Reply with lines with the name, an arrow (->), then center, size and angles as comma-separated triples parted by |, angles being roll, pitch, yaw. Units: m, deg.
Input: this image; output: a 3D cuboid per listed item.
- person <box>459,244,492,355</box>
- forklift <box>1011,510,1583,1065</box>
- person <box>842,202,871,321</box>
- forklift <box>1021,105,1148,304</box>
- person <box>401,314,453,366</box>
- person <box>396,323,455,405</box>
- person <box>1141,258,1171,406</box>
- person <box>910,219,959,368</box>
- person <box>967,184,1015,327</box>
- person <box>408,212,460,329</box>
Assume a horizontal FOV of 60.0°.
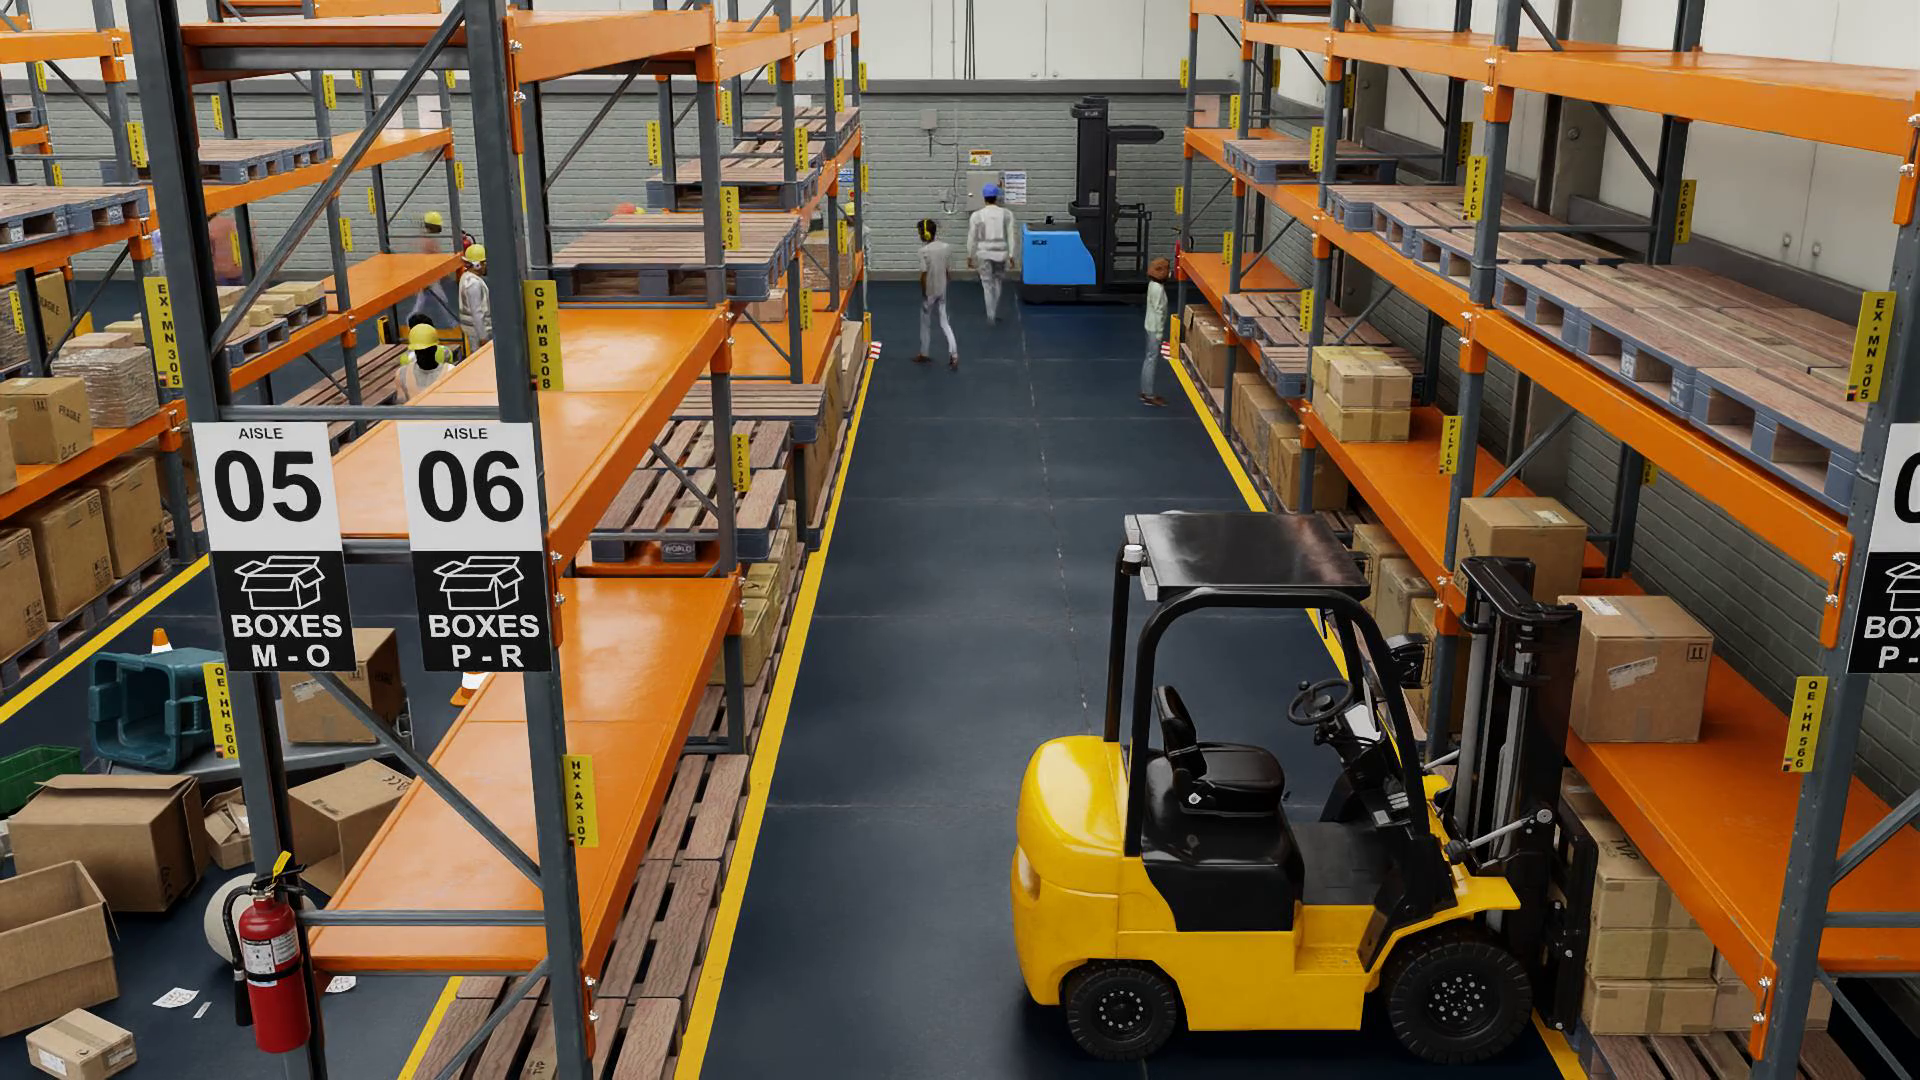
person -> -5.224, -2.296, 18.096 | 0.404, 1.826, 0.593 | -7, 20, -20
forklift -> 1.387, 1.055, 7.378 | 2.313, 2.155, 1.214 | 0, 18, 0
person -> -1.430, -3.674, 22.401 | 0.488, 1.736, 0.321 | -3, 19, -9
forklift -> 1.857, -4.944, 24.441 | 1.873, 2.768, 1.129 | 0, 18, 0
person -> -4.759, -1.189, 14.956 | 0.319, 1.692, 0.537 | 13, 23, 35
person -> -4.220, -0.789, 13.371 | 0.585, 1.929, 0.375 | 1, 18, 2
person -> 2.180, -2.318, 18.452 | 0.269, 1.632, 0.504 | 0, 18, -1
person -> -0.309, -2.992, 20.233 | 0.540, 1.818, 0.838 | -13, 22, -34
person -> 0.391, -3.937, 22.907 | 0.645, 1.910, 0.907 | -4, 19, -13
person -> -6.841, -3.420, 21.670 | 0.950, 1.697, 0.551 | -3, 18, -8
